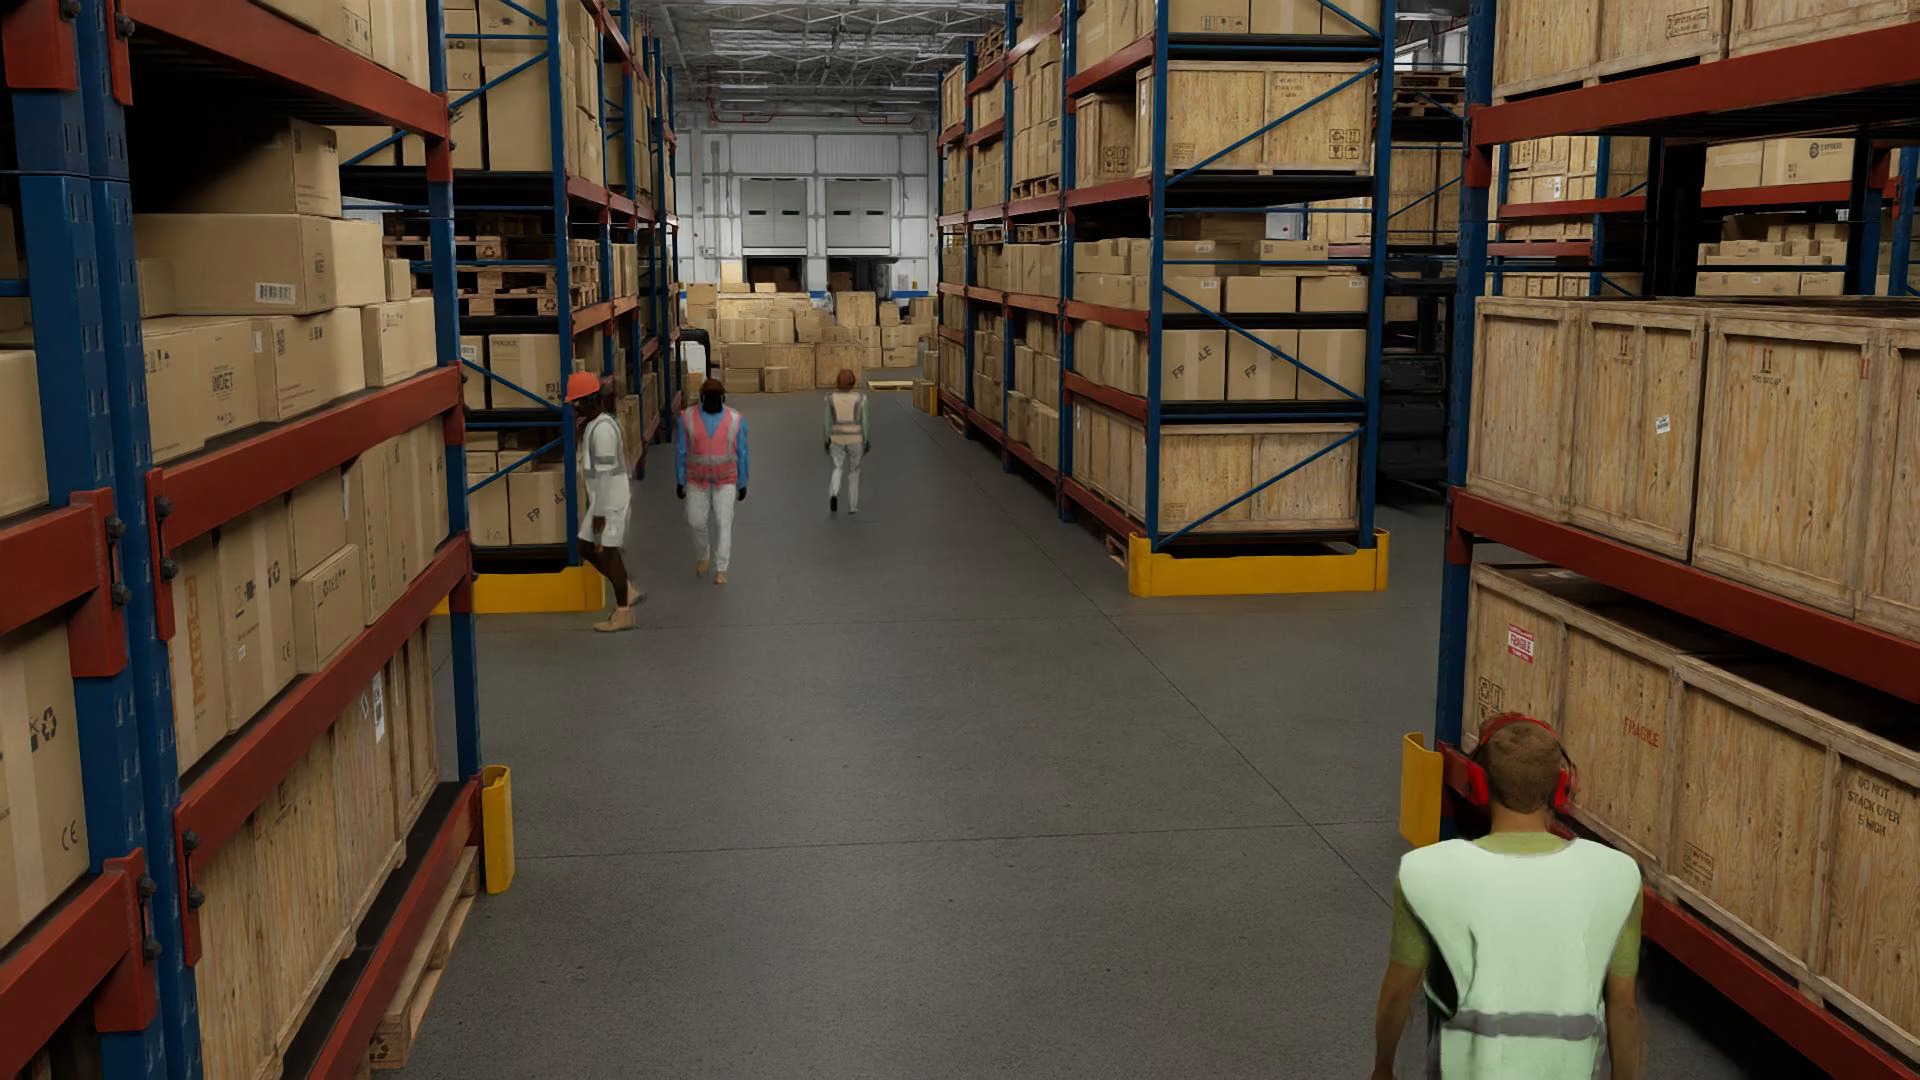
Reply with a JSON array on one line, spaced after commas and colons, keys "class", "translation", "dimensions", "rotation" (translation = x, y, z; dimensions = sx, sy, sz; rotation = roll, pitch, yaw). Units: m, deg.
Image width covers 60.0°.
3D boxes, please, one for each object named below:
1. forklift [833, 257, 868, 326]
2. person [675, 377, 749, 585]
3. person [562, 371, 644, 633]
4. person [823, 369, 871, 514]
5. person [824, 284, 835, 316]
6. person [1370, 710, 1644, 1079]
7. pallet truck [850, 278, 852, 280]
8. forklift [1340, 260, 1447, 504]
[{"class": "forklift", "translation": [-2.884, -6.733, 47.766], "dimensions": [1.873, 2.768, 1.129], "rotation": [-3, 10, -15]}, {"class": "person", "translation": [-2.175, -0.516, 14.628], "dimensions": [0.652, 1.830, 0.438], "rotation": [-1, 10, -6]}, {"class": "person", "translation": [-2.759, -0.285, 12.741], "dimensions": [0.494, 2.011, 0.684], "rotation": [-4, 11, -23]}, {"class": "person", "translation": [-1.261, -1.089, 18.561], "dimensions": [0.527, 1.630, 0.392], "rotation": [1, 10, 8]}, {"class": "person", "translation": [-4.564, -8.220, 59.417], "dimensions": [0.892, 1.845, 0.594], "rotation": [0, 10, 3]}, {"class": "person", "translation": [1.300, 1.297, 4.088], "dimensions": [0.580, 1.809, 0.862], "rotation": [0, 10, 1]}, {"class": "pallet truck", "translation": [-3.782, -9.391, 65.808], "dimensions": [1.885, 1.965, 0.823], "rotation": [2, 10, 10]}, {"class": "forklift", "translation": [5.188, -1.938, 19.846], "dimensions": [1.129, 2.768, 1.873], "rotation": [-1, 10, -7]}]
